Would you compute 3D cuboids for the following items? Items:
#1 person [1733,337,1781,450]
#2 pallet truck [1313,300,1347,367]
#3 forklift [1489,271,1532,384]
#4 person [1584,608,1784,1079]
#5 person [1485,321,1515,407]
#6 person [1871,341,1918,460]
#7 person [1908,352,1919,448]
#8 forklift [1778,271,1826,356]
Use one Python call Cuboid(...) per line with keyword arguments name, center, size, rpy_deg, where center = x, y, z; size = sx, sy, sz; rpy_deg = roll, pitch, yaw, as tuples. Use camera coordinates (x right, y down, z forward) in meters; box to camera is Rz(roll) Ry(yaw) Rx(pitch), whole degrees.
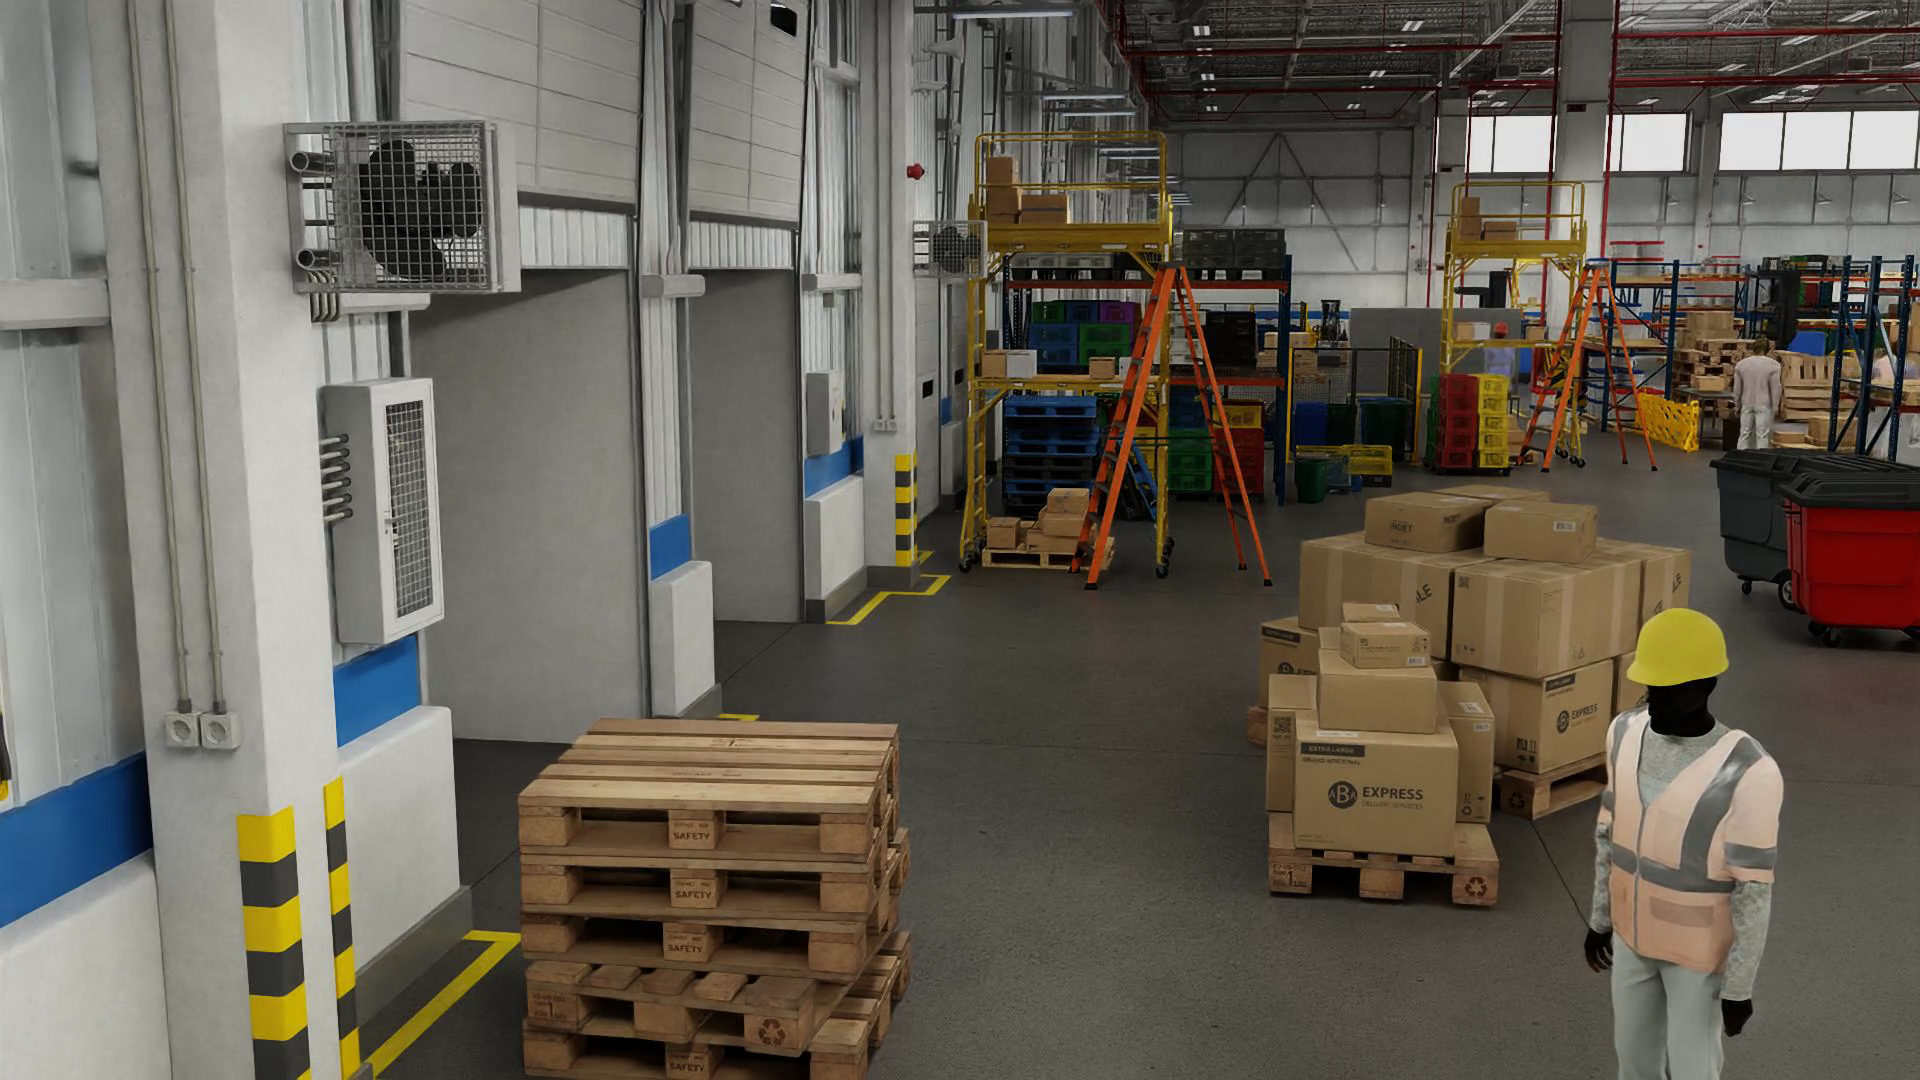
Cuboid(name="person", center=(11.001, -1.830, 22.967), size=(0.372, 1.934, 0.627), rpy_deg=(-8, 12, -42))
Cuboid(name="pallet truck", center=(11.159, -6.200, 49.718), size=(0.823, 1.965, 1.885), rpy_deg=(4, 10, 26))
Cuboid(name="forklift", center=(13.422, -5.322, 41.591), size=(1.873, 2.768, 1.129), rpy_deg=(1, 9, 9))
Cuboid(name="person", center=(2.023, 1.132, 4.753), size=(0.395, 1.918, 0.586), rpy_deg=(-4, 10, -23))
Cuboid(name="person", center=(9.825, -3.016, 30.286), size=(0.553, 1.925, 0.460), rpy_deg=(0, 9, -1))
Cuboid(name="person", center=(13.920, -2.049, 24.677), size=(0.780, 1.814, 0.623), rpy_deg=(-5, 11, -29))
Cuboid(name="person", center=(15.500, -2.337, 26.717), size=(0.335, 1.734, 0.487), rpy_deg=(5, 11, 29))
Cuboid(name="forklift", center=(23.922, -6.368, 48.042), size=(1.873, 2.768, 1.129), rpy_deg=(1, 9, 9))
